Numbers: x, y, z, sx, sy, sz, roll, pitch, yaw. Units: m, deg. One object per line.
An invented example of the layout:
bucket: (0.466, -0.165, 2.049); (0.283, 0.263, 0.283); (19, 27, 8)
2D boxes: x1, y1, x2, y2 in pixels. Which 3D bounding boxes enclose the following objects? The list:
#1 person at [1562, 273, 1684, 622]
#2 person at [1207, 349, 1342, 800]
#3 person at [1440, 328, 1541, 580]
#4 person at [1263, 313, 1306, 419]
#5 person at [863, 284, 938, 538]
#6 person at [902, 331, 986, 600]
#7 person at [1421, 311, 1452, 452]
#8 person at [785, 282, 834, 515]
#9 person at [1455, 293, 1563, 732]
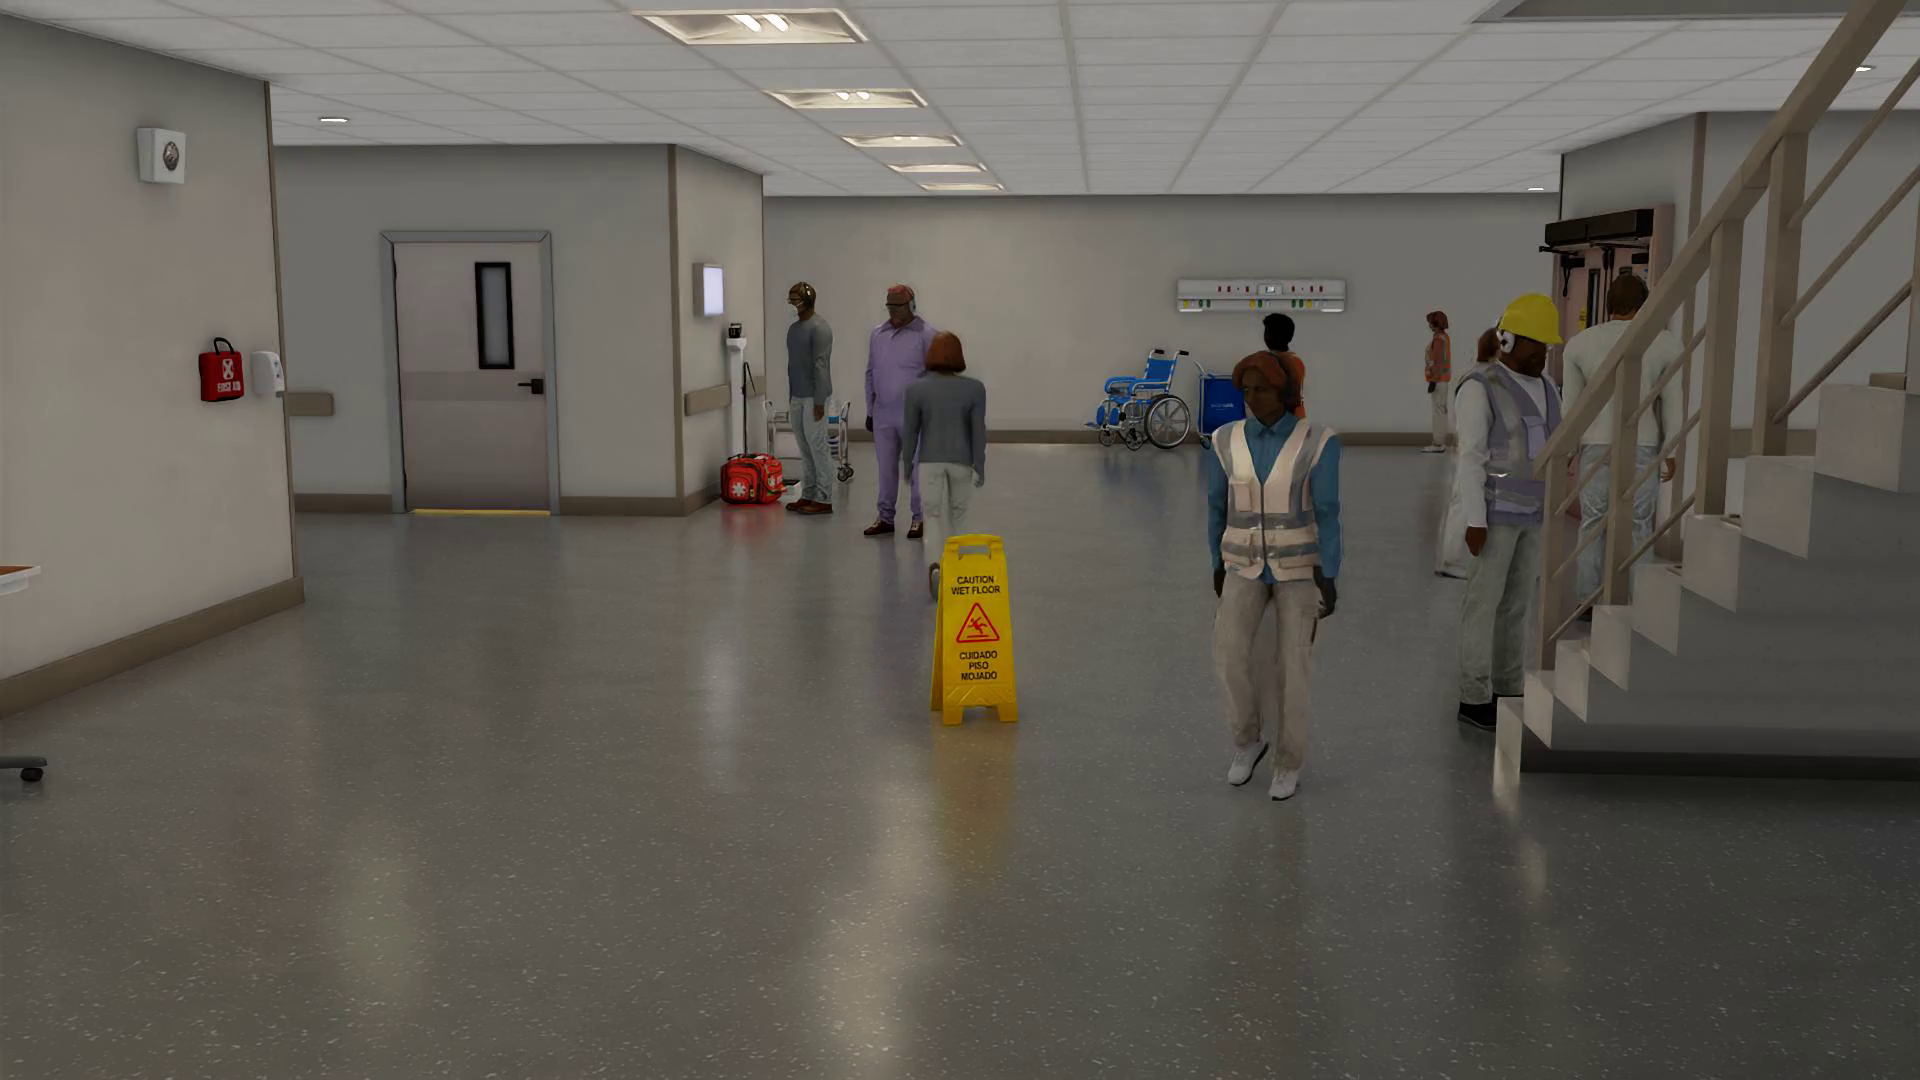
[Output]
person: (3.642, -0.497, 9.196); (0.630, 1.936, 0.366); (4, 9, 27)
person: (1.122, 0.135, 5.971); (0.531, 1.626, 0.380); (4, 9, 26)
person: (3.383, -0.516, 10.458); (0.529, 1.606, 0.783); (-7, 11, -41)
person: (2.360, -0.813, 12.170); (0.320, 1.689, 0.582); (-2, 9, -11)
person: (-0.450, -0.967, 12.509); (0.639, 1.904, 0.410); (4, 9, 27)
person: (-0.094, -0.452, 10.024); (0.505, 1.610, 0.741); (0, 8, -2)
person: (5.526, -1.827, 19.248); (0.311, 1.639, 0.512); (4, 9, 23)
person: (-1.253, -1.171, 13.823); (0.367, 1.932, 0.623); (-5, 10, -32)
person: (2.332, -0.118, 7.005); (0.588, 1.822, 0.403); (-6, 10, -37)
